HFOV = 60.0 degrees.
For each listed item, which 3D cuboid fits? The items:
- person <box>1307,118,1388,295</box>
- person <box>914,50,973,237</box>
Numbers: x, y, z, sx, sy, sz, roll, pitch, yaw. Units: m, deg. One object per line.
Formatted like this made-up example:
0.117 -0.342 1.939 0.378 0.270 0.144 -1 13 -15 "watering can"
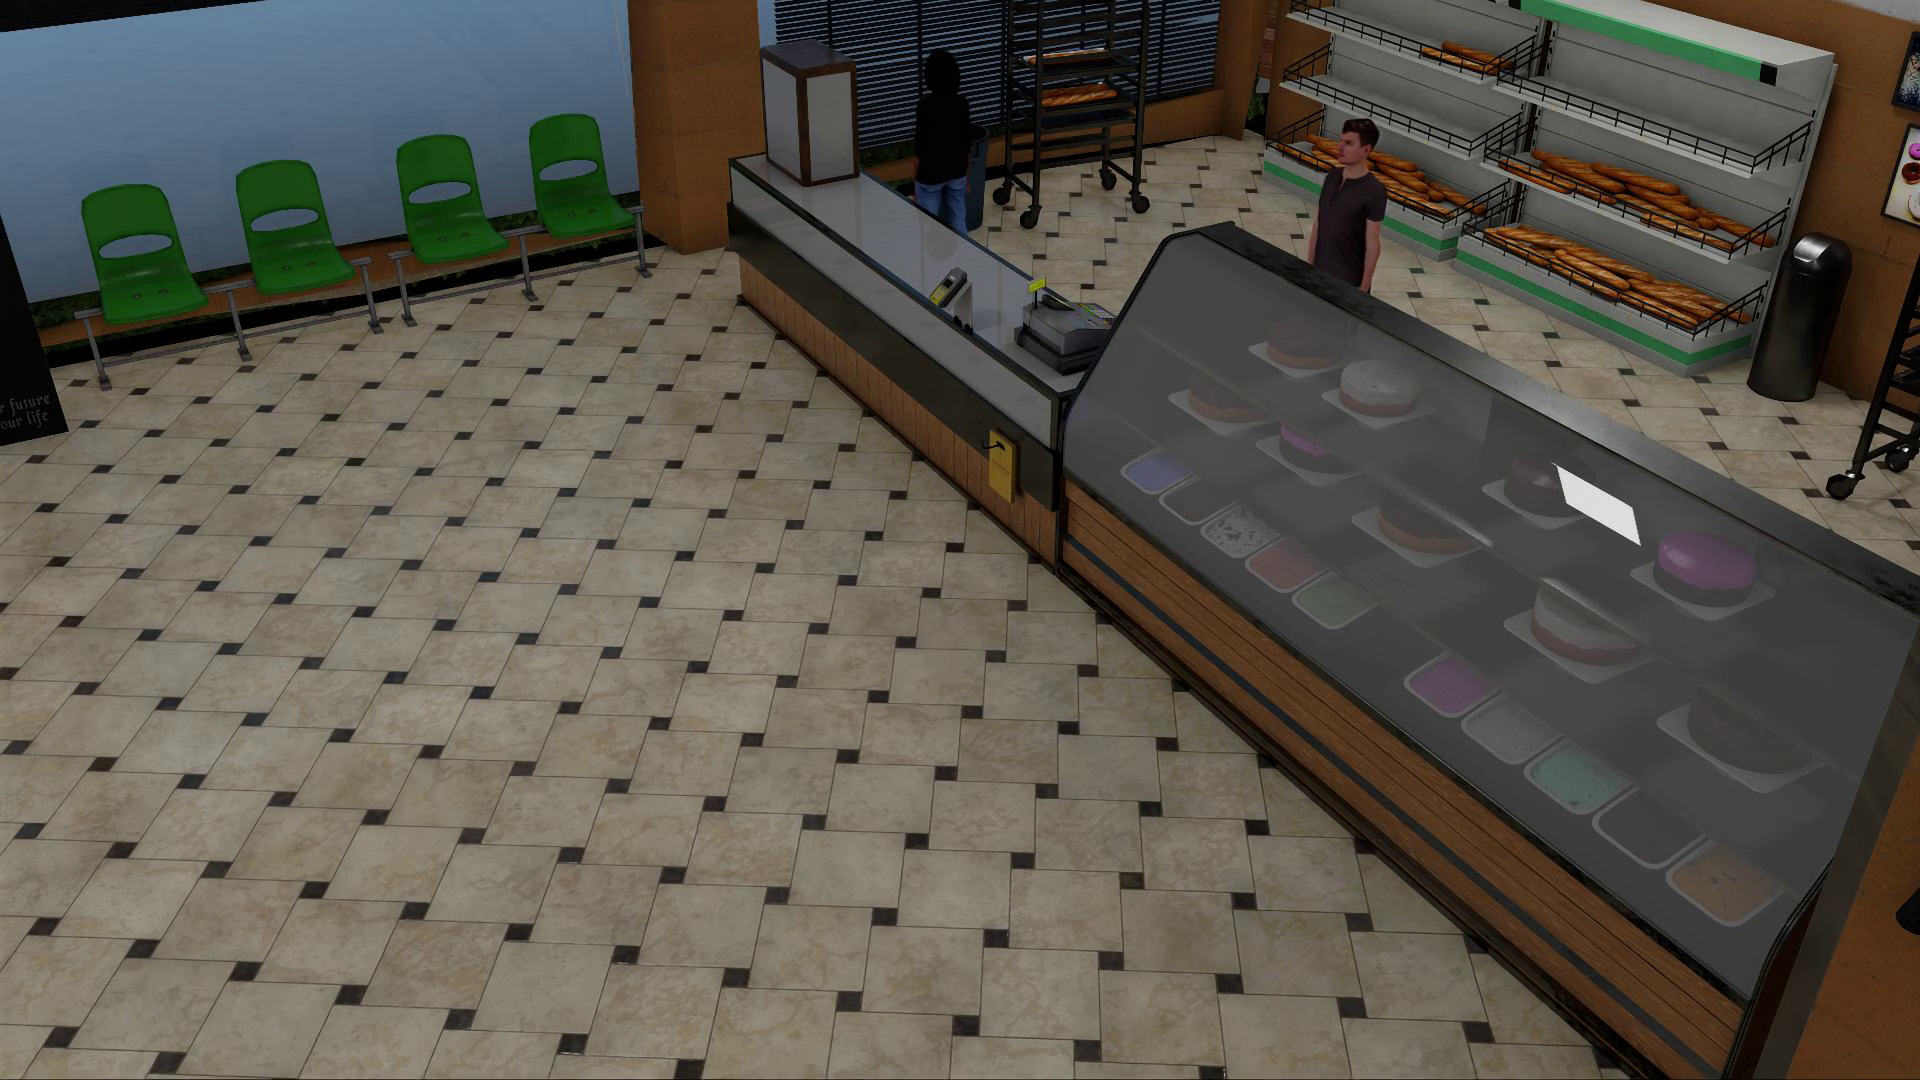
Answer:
2.138 -1.458 9.335 0.517 1.853 0.644 -17 36 -25 "person"
-0.119 -2.363 10.935 0.496 1.699 0.629 -13 34 -20 "person"
